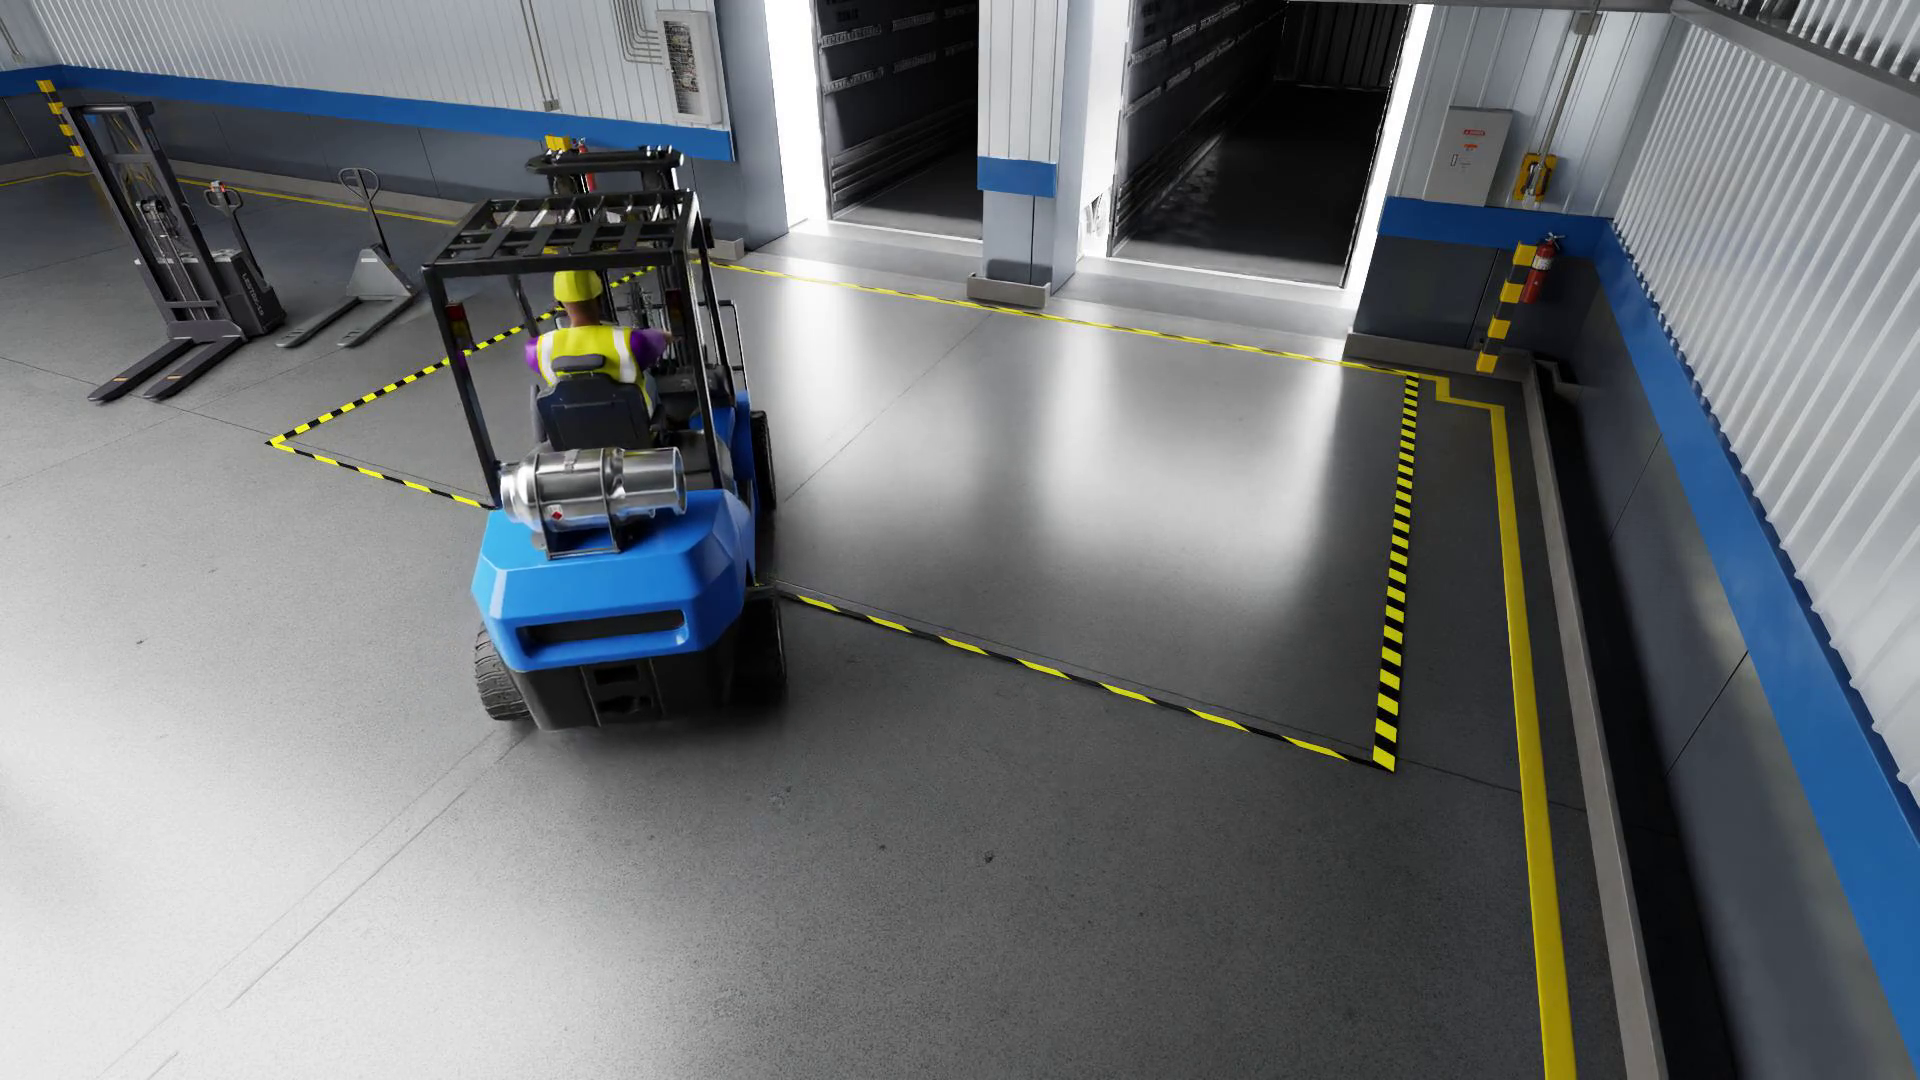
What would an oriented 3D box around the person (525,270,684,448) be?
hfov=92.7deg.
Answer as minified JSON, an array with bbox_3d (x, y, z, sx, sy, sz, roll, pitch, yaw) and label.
[{"bbox_3d":[-1.725,-0.864,4.619,0.635,1.294,1.004,-6,35,-8],"label":"person"}]

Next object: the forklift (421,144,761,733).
[{"bbox_3d":[-1.722,-0.677,4.677,1.157,2.036,2.680,-6,35,-8],"label":"forklift"}]

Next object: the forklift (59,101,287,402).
[{"bbox_3d":[-6.686,-2.387,7.434,0.823,1.965,1.885,-3,35,-5],"label":"forklift"}]

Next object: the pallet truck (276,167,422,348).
[{"bbox_3d":[-5.732,-2.611,8.414,0.680,1.201,1.601,-1,35,-1],"label":"pallet truck"}]
